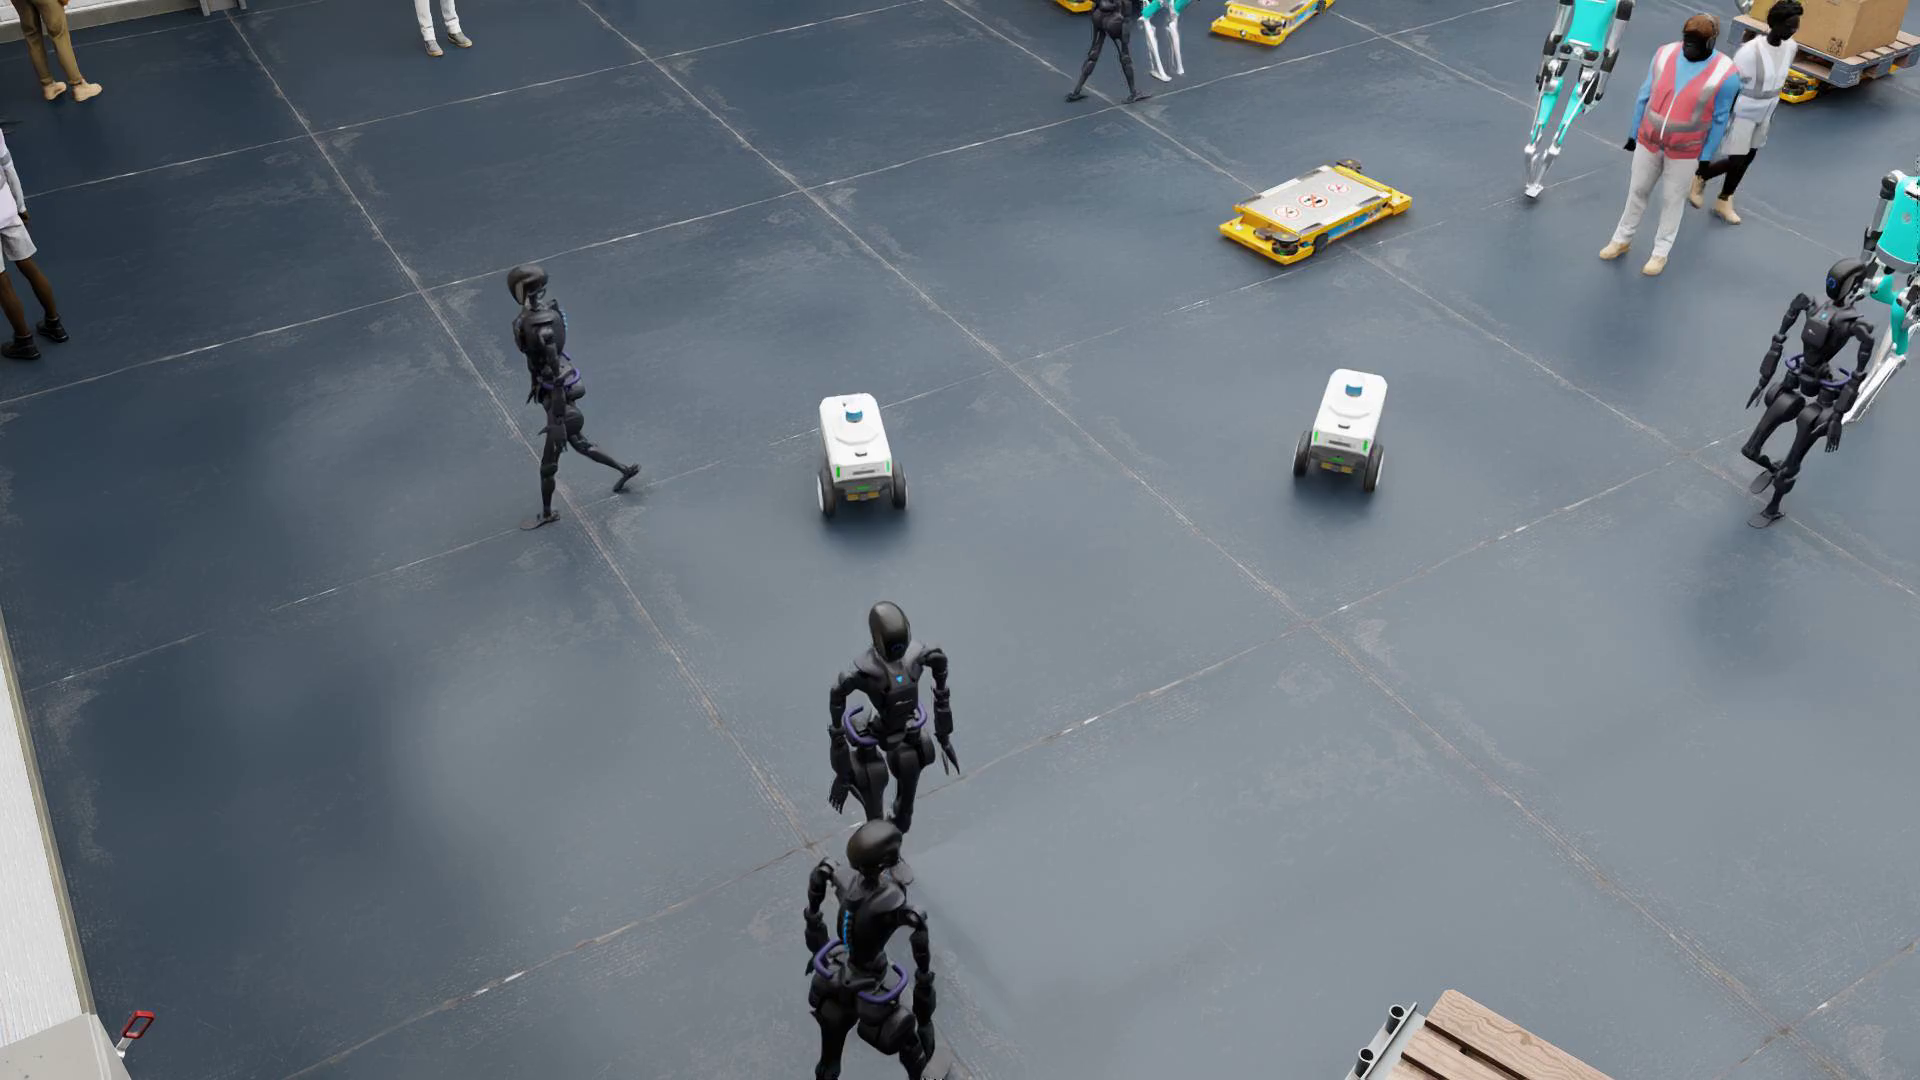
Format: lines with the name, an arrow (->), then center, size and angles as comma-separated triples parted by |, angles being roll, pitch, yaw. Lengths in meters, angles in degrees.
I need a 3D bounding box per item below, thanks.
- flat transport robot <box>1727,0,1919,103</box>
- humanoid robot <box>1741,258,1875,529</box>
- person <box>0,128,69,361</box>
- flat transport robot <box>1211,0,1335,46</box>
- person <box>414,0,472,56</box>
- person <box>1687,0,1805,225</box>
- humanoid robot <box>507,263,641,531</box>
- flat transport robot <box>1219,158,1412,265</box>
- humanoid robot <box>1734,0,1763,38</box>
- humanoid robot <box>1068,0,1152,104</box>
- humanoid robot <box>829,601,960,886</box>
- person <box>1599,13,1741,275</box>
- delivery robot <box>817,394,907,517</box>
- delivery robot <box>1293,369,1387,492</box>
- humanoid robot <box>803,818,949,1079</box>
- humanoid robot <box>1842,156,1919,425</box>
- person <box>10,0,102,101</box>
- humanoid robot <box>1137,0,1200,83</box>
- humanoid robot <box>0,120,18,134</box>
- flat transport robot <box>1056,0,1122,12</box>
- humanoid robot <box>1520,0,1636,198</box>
flat transport robot -> 7.484, -4.148, 14.525 | 1.431, 0.231, 0.659 | -21, 43, -24
humanoid robot -> 4.671, -0.792, 9.159 | 0.374, 1.651, 0.587 | -21, 43, -25
person -> -6.168, -2.049, 10.530 | 0.340, 1.942, 0.551 | 16, 41, 20
flat transport robot -> 2.974, -5.012, 15.615 | 0.659, 0.231, 1.431 | 22, 44, 26
person -> -4.677, -5.228, 14.591 | 0.574, 1.882, 0.356 | -31, 48, -33
person -> 5.719, -3.094, 12.045 | 0.543, 1.684, 0.401 | -16, 41, -19
humanoid robot -> -2.205, -0.818, 9.235 | 0.781, 1.636, 0.590 | -18, 42, -22
flat transport robot -> 2.661, -2.456, 12.391 | 1.431, 0.231, 0.659 | -28, 46, -30
humanoid robot -> 7.123, -5.122, 14.465 | 0.735, 1.677, 0.533 | -11, 40, -14
humanoid robot -> 1.263, -4.412, 13.759 | 0.678, 1.640, 0.592 | -12, 40, -14
humanoid robot -> -0.295, 0.885, 7.045 | 0.589, 1.650, 0.369 | -19, 42, -22
person -> 4.894, -2.729, 11.470 | 0.632, 1.841, 0.429 | 31, 48, 33
delivery robot -> -0.604, -0.502, 9.710 | 0.499, 0.613, 0.797 | -7, 39, -9
delivery robot -> 2.309, -0.679, 9.920 | 0.499, 0.597, 0.779 | 13, 40, 15
humanoid robot -> -0.352, 1.645, 6.098 | 0.602, 1.640, 0.651 | 22, 44, 26
humanoid robot -> 5.738, -1.535, 10.062 | 0.895, 1.777, 0.544 | -18, 42, -21
person -> -7.670, -4.504, 13.768 | 0.532, 1.766, 0.364 | 6, 39, 8
humanoid robot -> 1.794, -4.783, 14.153 | 0.547, 1.800, 0.672 | -20, 43, -23
humanoid robot -> -7.946, -4.081, 13.331 | 0.362, 1.653, 0.600 | -17, 41, -20
flat transport robot -> 1.559, -5.422, 16.133 | 1.431, 0.231, 0.659 | -17, 42, -21
humanoid robot -> 4.445, -3.282, 12.265 | 0.555, 1.799, 0.794 | 24, 44, 27
